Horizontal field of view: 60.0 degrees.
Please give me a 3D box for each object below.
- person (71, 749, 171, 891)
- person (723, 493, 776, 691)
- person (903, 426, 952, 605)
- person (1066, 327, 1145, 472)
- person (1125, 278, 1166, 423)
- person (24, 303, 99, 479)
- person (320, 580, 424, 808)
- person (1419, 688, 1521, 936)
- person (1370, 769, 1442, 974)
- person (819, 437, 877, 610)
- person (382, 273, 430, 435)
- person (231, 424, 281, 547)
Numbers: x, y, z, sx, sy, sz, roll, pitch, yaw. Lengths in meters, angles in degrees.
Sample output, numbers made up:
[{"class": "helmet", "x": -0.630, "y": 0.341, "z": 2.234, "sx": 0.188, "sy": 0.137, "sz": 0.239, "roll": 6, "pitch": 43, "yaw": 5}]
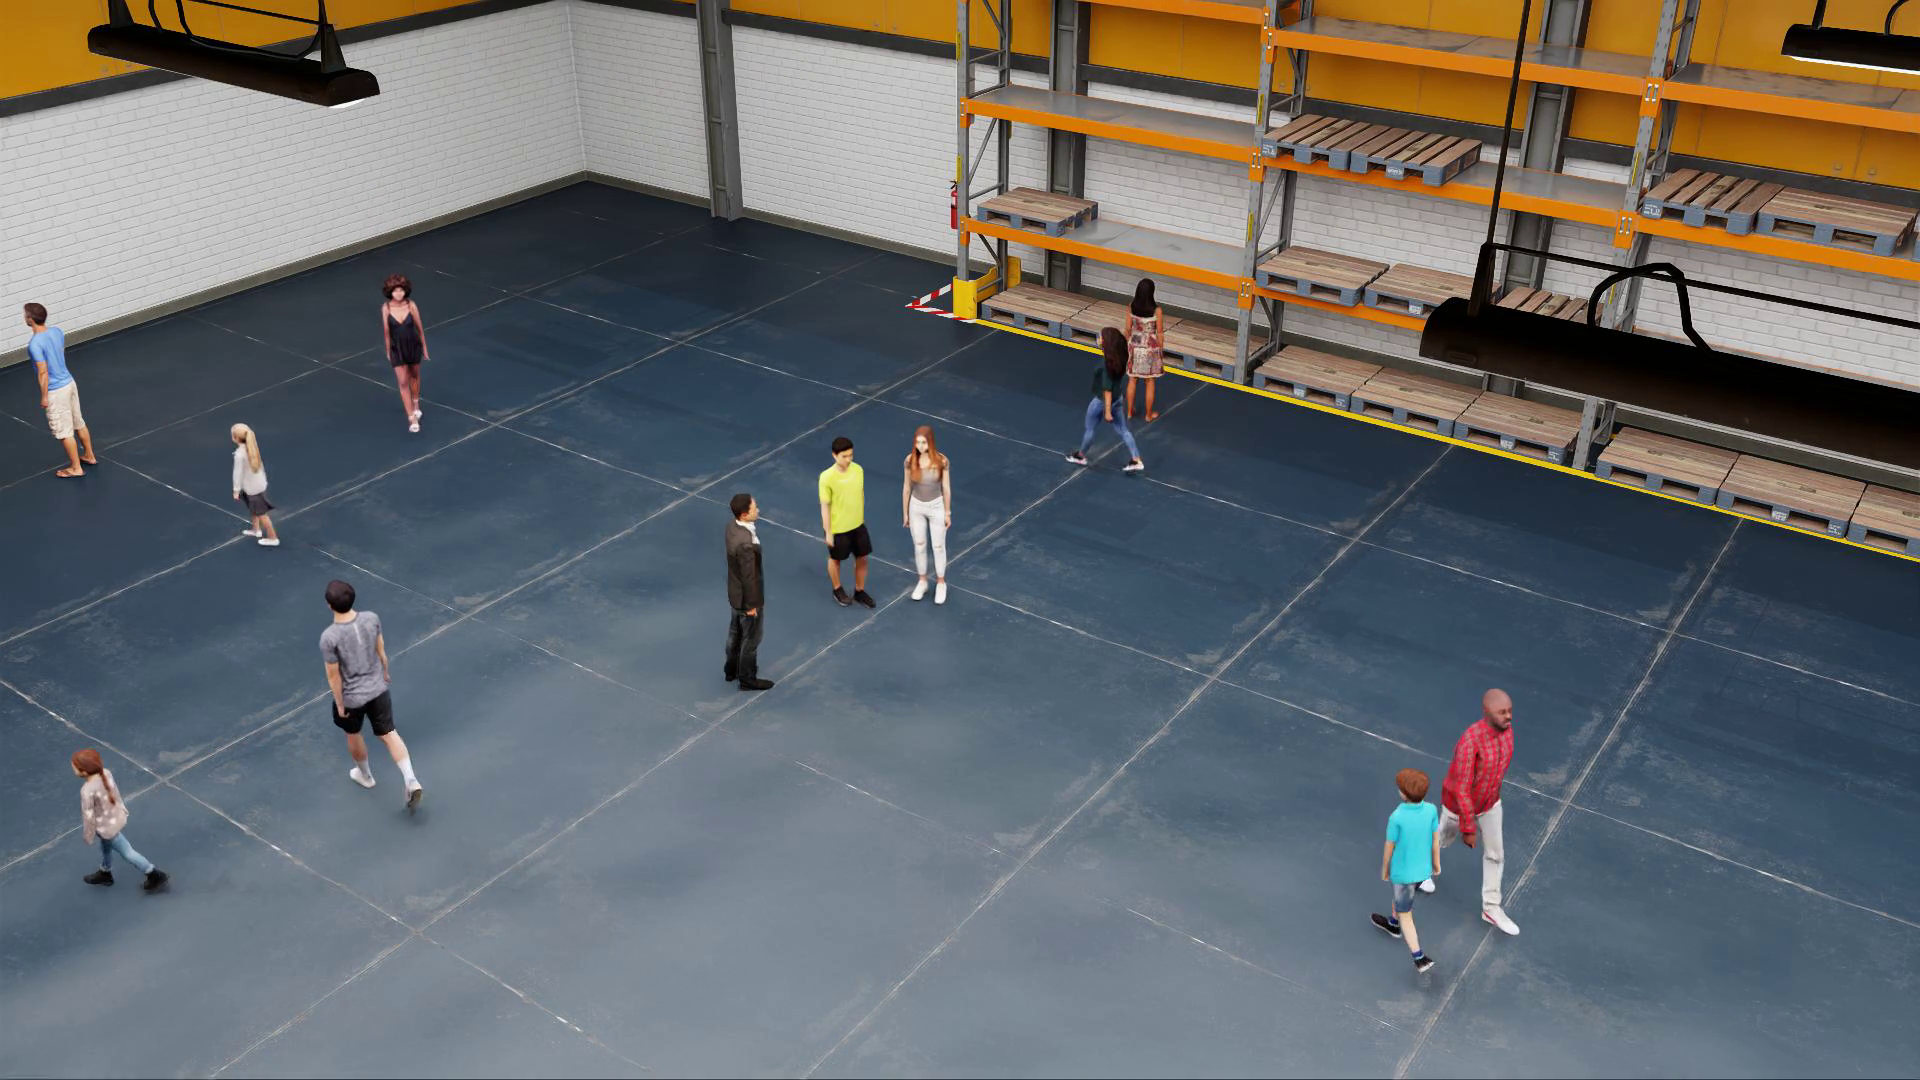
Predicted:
[{"class": "person", "x": -5.830, "y": 1.952, "z": 11.488, "sx": 0.918, "sy": 1.174, "sz": 0.769, "roll": 1, "pitch": 29, "yaw": 2}, {"class": "person", "x": -1.798, "y": 0.407, "z": 13.670, "sx": 0.875, "sy": 1.796, "sz": 0.770, "roll": -15, "pitch": 32, "yaw": -25}, {"class": "person", "x": -0.284, "y": -0.255, "z": 14.968, "sx": 0.606, "sy": 1.716, "sz": 0.727, "roll": 4, "pitch": 29, "yaw": 8}, {"class": "person", "x": 1.618, "y": -1.412, "z": 17.237, "sx": 1.134, "sy": 1.575, "sz": 0.680, "roll": 14, "pitch": 32, "yaw": 24}, {"class": "person", "x": 2.033, "y": -2.116, "z": 18.454, "sx": 0.535, "sy": 1.645, "sz": 0.750, "roll": 12, "pitch": 31, "yaw": 21}, {"class": "person", "x": -9.340, "y": -1.573, "z": 17.231, "sx": 0.742, "sy": 1.864, "sz": 0.734, "roll": 2, "pitch": 29, "yaw": 4}, {"class": "person", "x": -4.345, "y": 1.154, "z": 12.255, "sx": 1.162, "sy": 1.841, "sz": 0.793, "roll": 25, "pitch": 37, "yaw": 38}, {"class": "person", "x": 3.392, "y": 1.728, "z": 11.264, "sx": 1.051, "sy": 1.782, "sz": 1.305, "roll": -15, "pitch": 32, "yaw": -25}, {"class": "person", "x": 2.980, "y": 2.170, "z": 10.837, "sx": 0.829, "sy": 1.414, "sz": 0.991, "roll": -11, "pitch": 30, "yaw": -19}, {"class": "person", "x": -1.087, "y": -0.190, "z": 14.875, "sx": 0.767, "sy": 1.691, "sz": 0.809, "roll": -20, "pitch": 34, "yaw": -32}, {"class": "person", "x": -6.114, "y": -2.096, "z": 18.306, "sx": 0.915, "sy": 1.752, "sz": 1.121, "roll": -12, "pitch": 31, "yaw": -21}, {"class": "person", "x": -6.716, "y": -0.518, "z": 15.923, "sx": 0.768, "sy": 1.263, "sz": 0.673, "roll": 2, "pitch": 29, "yaw": 4}]
